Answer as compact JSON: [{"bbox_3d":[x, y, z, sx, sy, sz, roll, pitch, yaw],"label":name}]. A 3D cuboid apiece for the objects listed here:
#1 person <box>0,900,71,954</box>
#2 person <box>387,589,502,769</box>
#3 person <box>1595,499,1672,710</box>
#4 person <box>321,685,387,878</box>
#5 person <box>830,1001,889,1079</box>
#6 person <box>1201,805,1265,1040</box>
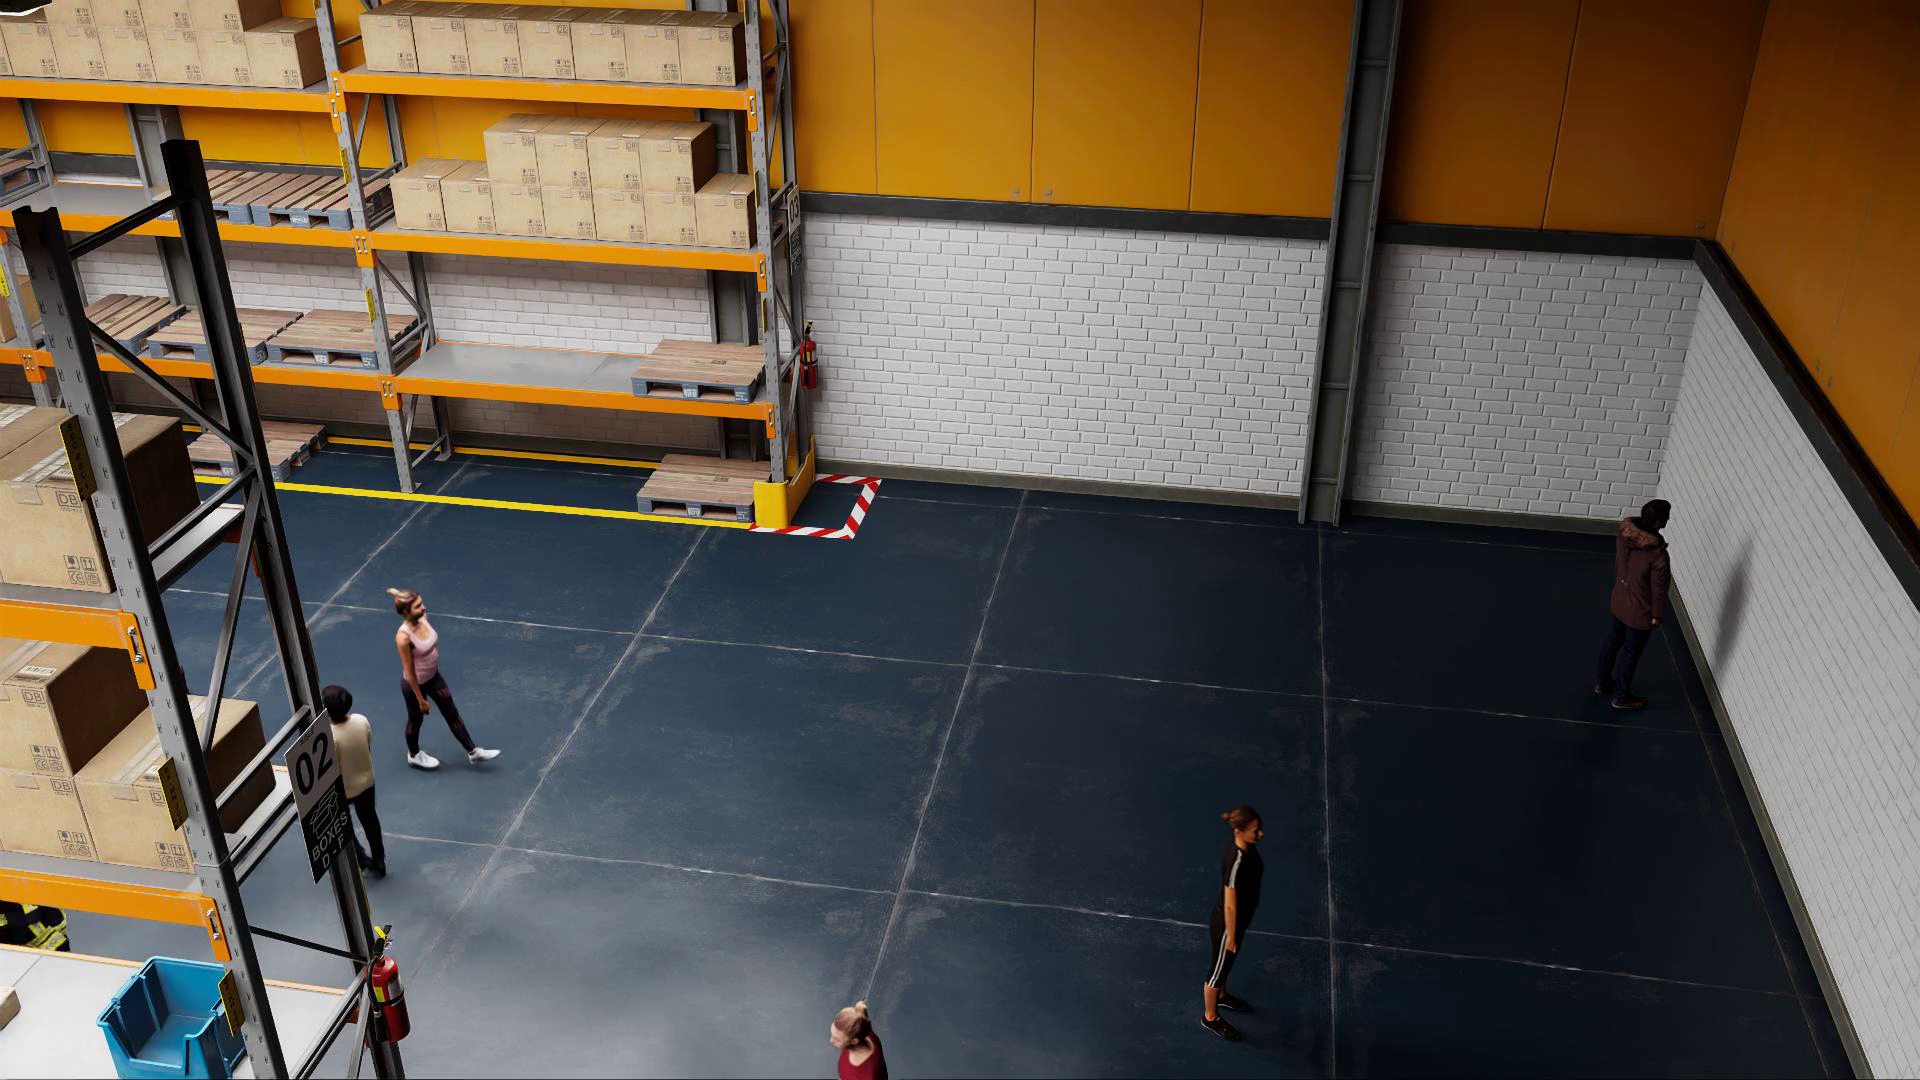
[{"bbox_3d":[-5.863,2.251,10.320,0.715,1.808,0.728,5,29,9],"label":"person"},{"bbox_3d":[-4.175,1.073,12.680,0.987,1.615,0.653,7,29,13],"label":"person"},{"bbox_3d":[5.481,0.499,13.491,0.847,1.848,0.861,-7,29,-13],"label":"person"},{"bbox_3d":[-4.170,1.722,11.532,0.675,1.575,0.675,16,32,27],"label":"person"},{"bbox_3d":[-0.392,3.087,8.908,0.844,1.692,0.787,-9,30,-16],"label":"person"},{"bbox_3d":[1.693,2.325,10.329,0.561,1.668,0.620,11,30,19],"label":"person"}]
